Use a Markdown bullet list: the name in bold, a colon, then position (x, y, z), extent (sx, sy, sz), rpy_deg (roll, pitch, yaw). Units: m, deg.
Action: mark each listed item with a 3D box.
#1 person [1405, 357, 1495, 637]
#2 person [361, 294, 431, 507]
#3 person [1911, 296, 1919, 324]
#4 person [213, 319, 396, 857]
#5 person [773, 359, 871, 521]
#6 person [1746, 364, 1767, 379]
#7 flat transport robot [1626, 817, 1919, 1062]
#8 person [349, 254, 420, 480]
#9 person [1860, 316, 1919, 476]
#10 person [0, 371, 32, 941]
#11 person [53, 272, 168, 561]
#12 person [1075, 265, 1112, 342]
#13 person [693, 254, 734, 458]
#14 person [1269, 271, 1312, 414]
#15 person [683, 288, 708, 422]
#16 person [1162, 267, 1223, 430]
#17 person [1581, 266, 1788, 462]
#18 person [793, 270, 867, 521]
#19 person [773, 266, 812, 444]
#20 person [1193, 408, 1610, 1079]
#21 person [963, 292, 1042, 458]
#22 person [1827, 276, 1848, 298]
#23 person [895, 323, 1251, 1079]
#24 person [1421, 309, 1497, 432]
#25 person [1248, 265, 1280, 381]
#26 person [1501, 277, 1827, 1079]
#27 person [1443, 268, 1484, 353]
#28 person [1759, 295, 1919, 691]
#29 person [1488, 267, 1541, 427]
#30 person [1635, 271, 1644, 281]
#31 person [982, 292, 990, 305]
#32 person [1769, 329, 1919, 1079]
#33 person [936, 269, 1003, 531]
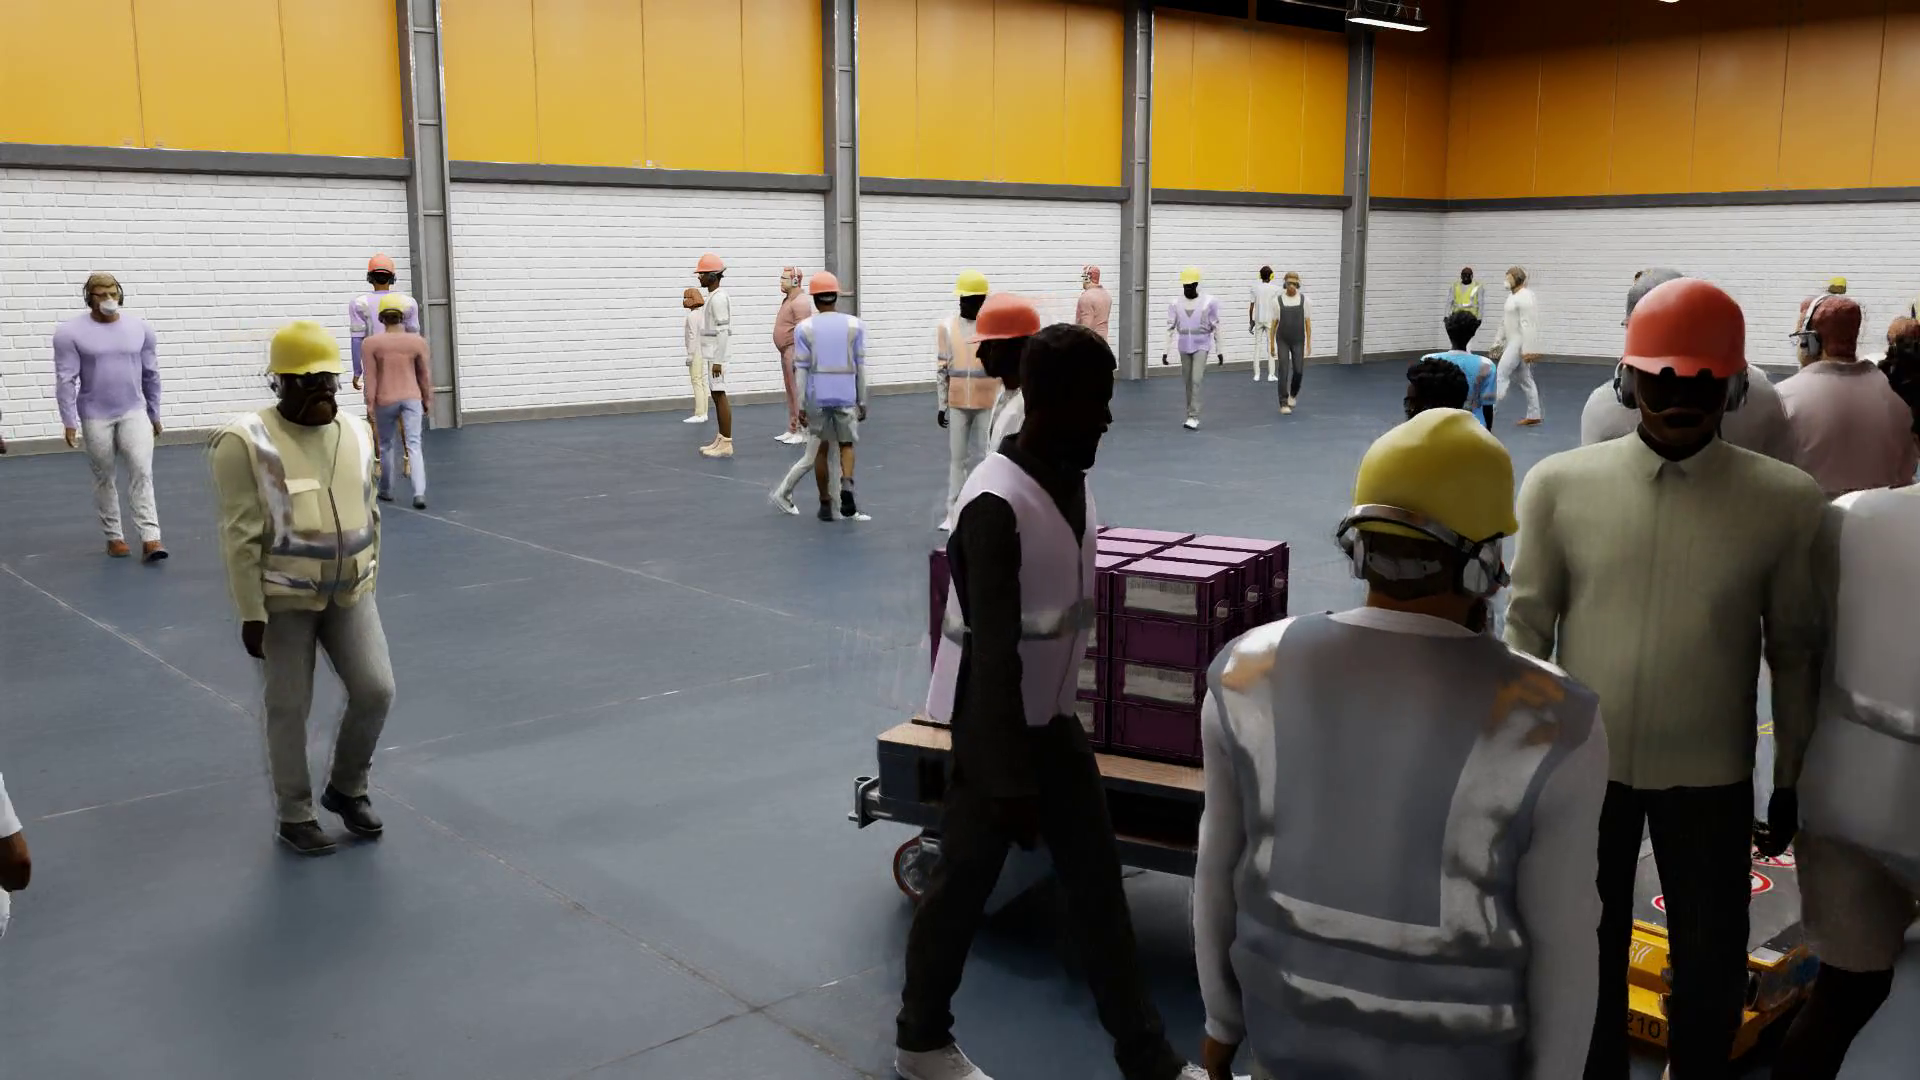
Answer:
- **person**: position (1.835, 0.169, 6.083), extent (0.609, 1.660, 0.552), rpy_deg (4, 10, 20)
- **person**: position (-4.564, -1.129, 13.502), extent (0.537, 1.719, 0.886), rpy_deg (-5, 11, -25)
- **person**: position (12.596, -2.511, 21.362), extent (0.954, 1.792, 0.655), rpy_deg (-3, 10, -17)
- **person**: position (-2.176, 0.175, 5.591), extent (0.430, 1.817, 0.601), rpy_deg (8, 13, 39)
- **person**: position (-1.075, -0.946, 12.787), extent (0.782, 1.598, 0.526), rpy_deg (4, 11, 24)
- **person**: position (3.245, -0.138, 7.308), extent (0.587, 1.853, 0.705), rpy_deg (2, 10, 10)
- **flat transport robot**: position (2.172, 1.083, 4.770), extent (1.431, 0.197, 0.652), rpy_deg (-9, 13, -42)
- **person**: position (-5.221, -1.570, 15.122), extent (0.616, 2.041, 0.377), rpy_deg (-6, 11, -30)
- **person**: position (6.230, -0.681, 11.118), extent (0.530, 1.624, 0.502), rpy_deg (5, 11, 27)
- **person**: position (-2.210, 0.516, 3.474), extent (0.512, 1.848, 0.614), rpy_deg (-7, 12, -35)
- **person**: position (-5.541, -0.787, 10.925), extent (0.655, 1.901, 0.938), rpy_deg (-7, 12, -37)
- **person**: position (1.609, -2.420, 20.503), extent (0.402, 1.906, 0.651), rpy_deg (6, 11, 30)
- **person**: position (-2.485, -1.849, 16.756), extent (0.379, 2.041, 0.616), rpy_deg (-2, 10, -12)
- **person**: position (4.243, -2.535, 21.376), extent (0.551, 1.836, 0.522), rpy_deg (1, 10, 4)
- **person**: position (-3.235, -2.249, 20.295), extent (0.279, 1.633, 0.506), rpy_deg (1, 10, 5)
- **person**: position (2.686, -2.220, 19.382), extent (0.633, 1.881, 0.920), rpy_deg (5, 11, 27)
- **person**: position (2.430, 0.050, 5.646), extent (0.685, 2.000, 0.939), rpy_deg (1, 10, 4)
- **person**: position (-0.974, -1.073, 12.580), extent (0.565, 1.917, 0.586), rpy_deg (-2, 10, -10)
- **person**: position (-1.821, -1.999, 18.023), extent (0.408, 1.913, 0.644), rpy_deg (-3, 10, -18)
- **person**: position (0.626, 0.717, 2.444), extent (0.592, 1.811, 0.442), rpy_deg (6, 12, 33)
- **person**: position (0.315, -0.006, 6.405), extent (0.934, 1.899, 0.534), rpy_deg (-1, 10, -5)
- **person**: position (13.999, -3.399, 26.802), extent (0.750, 1.712, 0.486), rpy_deg (-3, 10, -19)
- **person**: position (0.241, 0.450, 3.814), extent (0.979, 1.854, 0.666), rpy_deg (5, 11, 27)
- **person**: position (3.261, -0.678, 10.955), extent (0.539, 1.676, 0.566), rpy_deg (1, 10, 7)
- **person**: position (4.942, -3.513, 27.006), extent (0.519, 1.873, 0.335), rpy_deg (4, 10, 21)
- **person**: position (1.424, 0.454, 3.451), extent (0.631, 1.978, 0.418), rpy_deg (5, 11, 25)
- **person**: position (9.251, -4.096, 30.638), extent (0.648, 1.800, 0.926), rpy_deg (7, 12, 36)
- **person**: position (3.175, 0.053, 6.080), extent (0.661, 1.887, 0.600), rpy_deg (-1, 10, -4)
- **person**: position (6.474, -2.275, 19.700), extent (0.995, 1.888, 0.648), rpy_deg (1, 10, 9)
- **person**: position (9.719, -2.885, 23.479), extent (0.956, 1.827, 0.533), rpy_deg (-5, 11, -27)
- **person**: position (0.281, -2.345, 20.837), extent (0.515, 1.641, 0.315), rpy_deg (9, 13, 43)
- **person**: position (1.995, 0.524, 3.259), extent (0.812, 1.907, 0.649), rpy_deg (-4, 11, -24)
- **person**: position (0.105, -1.011, 12.199), extent (0.589, 1.924, 0.383), rpy_deg (3, 10, 16)
